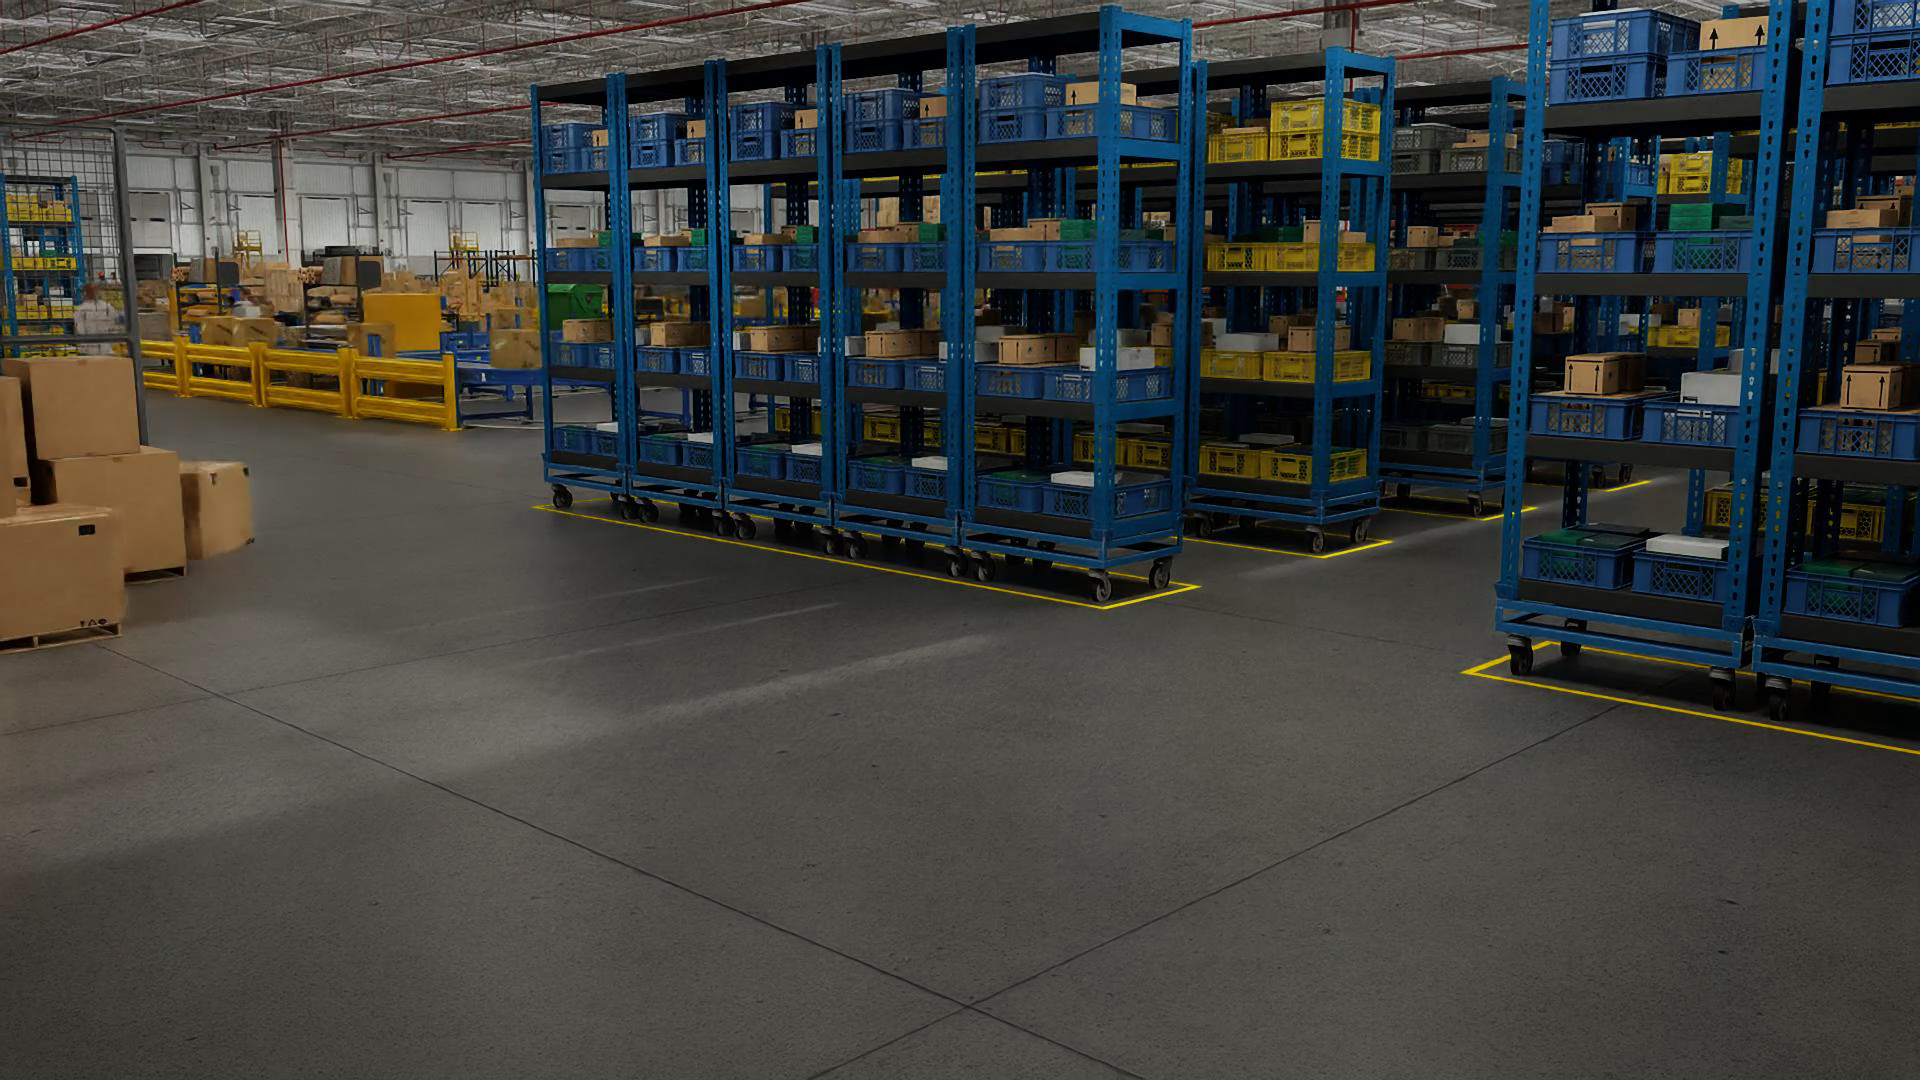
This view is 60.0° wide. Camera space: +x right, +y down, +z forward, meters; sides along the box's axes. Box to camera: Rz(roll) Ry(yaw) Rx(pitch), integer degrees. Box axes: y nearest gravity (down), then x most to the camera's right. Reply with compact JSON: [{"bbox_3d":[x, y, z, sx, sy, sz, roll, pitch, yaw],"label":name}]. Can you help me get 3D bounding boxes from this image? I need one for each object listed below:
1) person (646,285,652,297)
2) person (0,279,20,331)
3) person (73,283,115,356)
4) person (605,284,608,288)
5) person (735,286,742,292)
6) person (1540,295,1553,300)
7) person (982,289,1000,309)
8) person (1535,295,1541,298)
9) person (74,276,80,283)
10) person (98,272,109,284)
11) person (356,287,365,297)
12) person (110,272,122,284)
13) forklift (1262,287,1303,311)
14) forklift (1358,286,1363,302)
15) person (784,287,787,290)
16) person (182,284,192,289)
[{"bbox_3d":[-14.189,-11.414,76.497,0.688,2.000,0.876,7,11,36],"label":"person"},{"bbox_3d":[-29.547,-7.317,51.765,0.587,1.914,0.392,-8,12,-41],"label":"person"},{"bbox_3d":[-12.720,-2.853,24.545,0.942,1.869,0.647,6,11,33],"label":"person"},{"bbox_3d":[-16.178,-11.293,76.280,0.317,1.868,0.538,-3,10,-16],"label":"person"},{"bbox_3d":[-9.262,-10.168,69.230,0.497,1.913,0.587,-7,12,-37],"label":"person"},{"bbox_3d":[10.281,-3.673,29.485,0.862,1.896,0.635,-3,10,-20],"label":"person"},{"bbox_3d":[0.586,-3.604,29.474,0.523,1.760,0.325,5,10,26],"label":"person"},{"bbox_3d":[15.337,-6.149,44.898,0.591,1.824,0.403,1,9,4],"label":"person"},{"bbox_3d":[-45.097,-12.830,85.312,0.378,1.996,0.610,4,10,25],"label":"person"},{"bbox_3d":[-37.540,-10.772,72.872,0.543,1.938,0.357,2,9,11],"label":"person"},{"bbox_3d":[-21.564,-8.692,60.174,0.615,1.918,0.586,-2,9,-10],"label":"person"},{"bbox_3d":[-35.702,-10.353,70.300,0.627,1.941,0.371,4,10,23],"label":"person"},{"bbox_3d":[10.769,-8.203,54.240,1.129,2.768,1.873,8,12,42],"label":"forklift"},{"bbox_3d":[11.100,-7.017,46.970,1.873,2.768,1.129,9,13,43],"label":"forklift"},{"bbox_3d":[-7.159,-9.966,68.957,0.828,1.600,0.514,-3,10,-15],"label":"person"},{"bbox_3d":[-33.007,-10.426,71.121,0.545,1.817,0.970,3,10,16],"label":"person"}]
